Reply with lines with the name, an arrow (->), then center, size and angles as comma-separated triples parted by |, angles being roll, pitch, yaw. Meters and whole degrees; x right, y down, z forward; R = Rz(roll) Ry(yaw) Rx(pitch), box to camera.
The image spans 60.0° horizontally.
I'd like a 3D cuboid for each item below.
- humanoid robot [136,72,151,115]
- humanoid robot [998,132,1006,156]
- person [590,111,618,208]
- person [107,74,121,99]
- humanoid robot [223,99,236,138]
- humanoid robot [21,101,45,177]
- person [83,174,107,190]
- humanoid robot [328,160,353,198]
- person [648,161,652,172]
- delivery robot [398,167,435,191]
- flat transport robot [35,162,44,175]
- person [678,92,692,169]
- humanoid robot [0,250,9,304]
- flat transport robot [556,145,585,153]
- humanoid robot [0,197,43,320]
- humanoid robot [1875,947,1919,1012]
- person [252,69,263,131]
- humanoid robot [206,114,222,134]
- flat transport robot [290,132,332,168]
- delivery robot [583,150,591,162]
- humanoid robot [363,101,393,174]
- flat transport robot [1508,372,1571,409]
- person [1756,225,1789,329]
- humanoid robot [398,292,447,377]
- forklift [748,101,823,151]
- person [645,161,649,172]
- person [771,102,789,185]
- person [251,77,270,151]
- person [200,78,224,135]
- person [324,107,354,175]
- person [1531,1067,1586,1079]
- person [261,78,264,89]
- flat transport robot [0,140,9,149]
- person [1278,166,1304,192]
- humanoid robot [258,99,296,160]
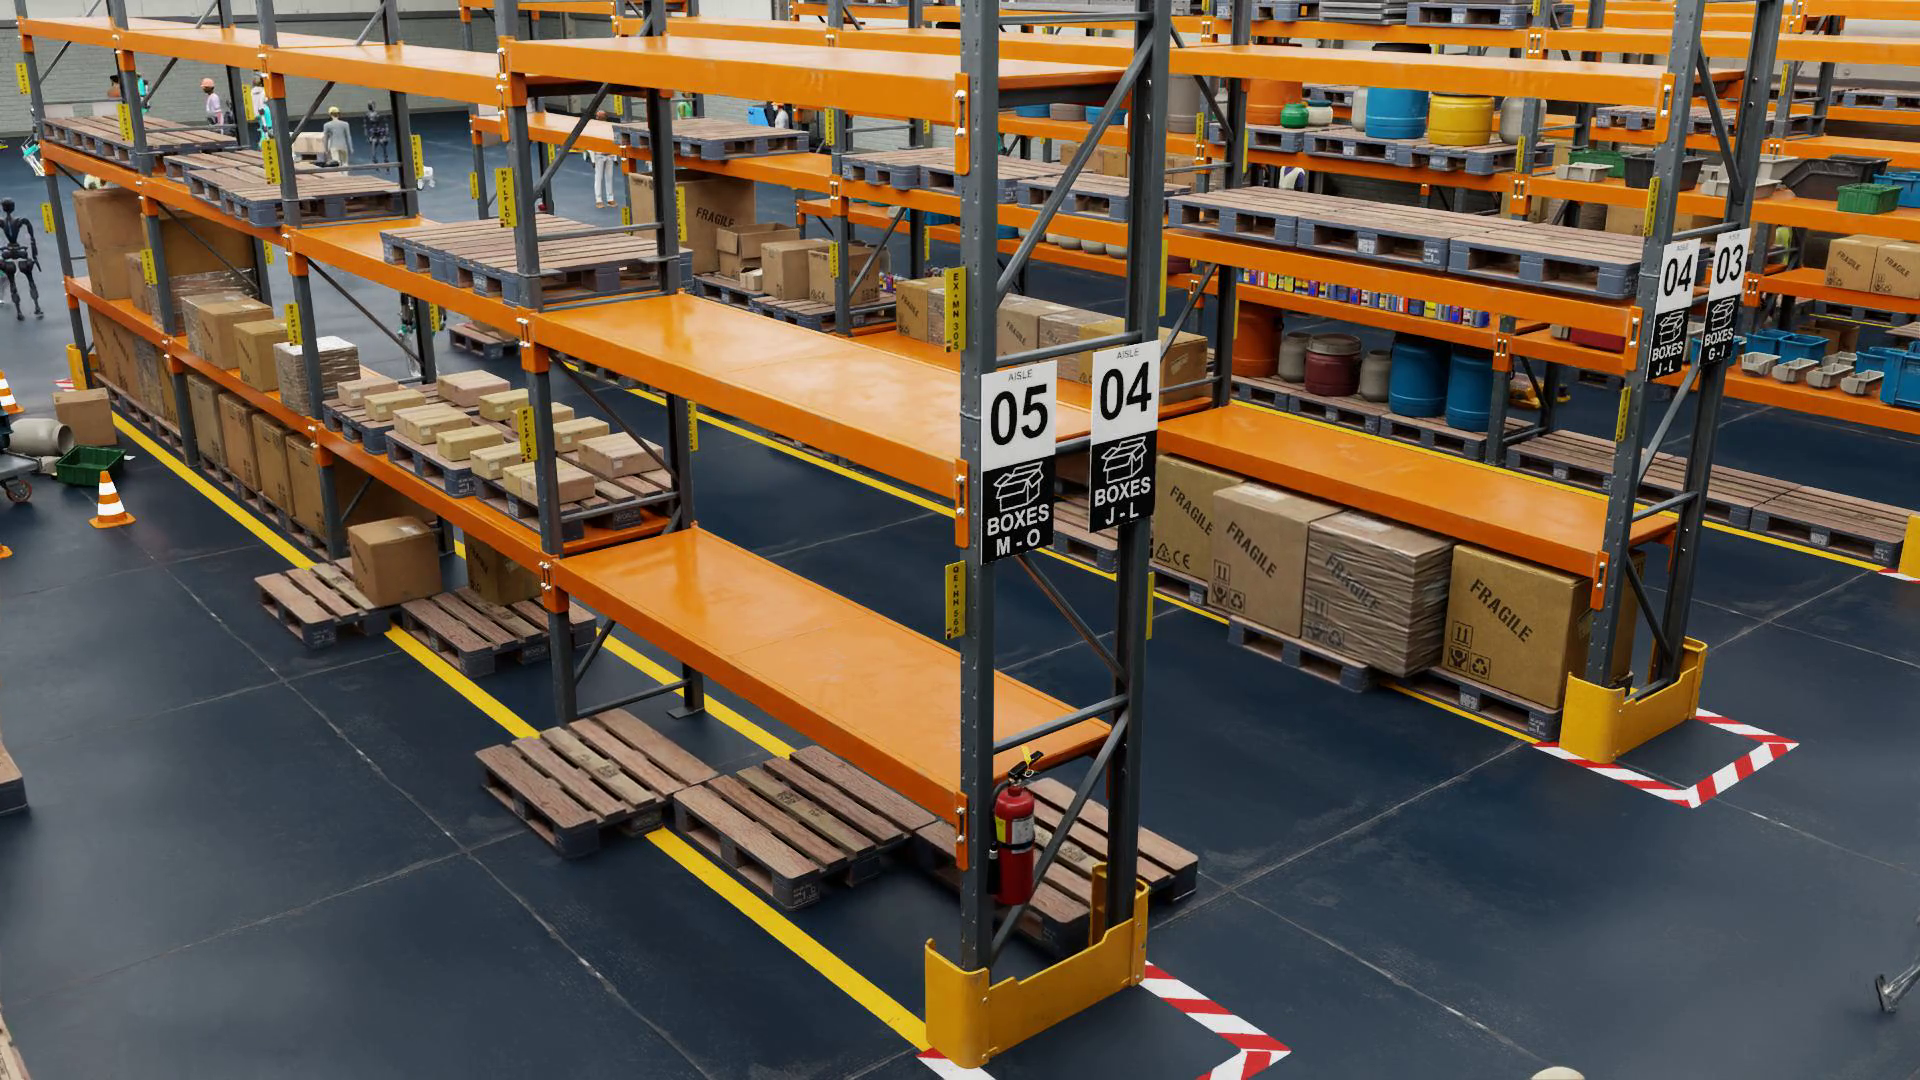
humanoid robot -> -22.380, -11.729, 45.261 | 0.545, 1.897, 0.740 | 4, 20, 11
humanoid robot -> 0.897, -7.497, 33.052 | 0.735, 1.786, 0.533 | -13, 23, -32
person -> -7.060, -7.555, 33.007 | 0.574, 1.882, 0.361 | -15, 24, -36
person -> -22.058, -11.278, 43.664 | 0.509, 1.836, 0.802 | 7, 21, 20
humanoid robot -> -16.610, -9.278, 38.213 | 0.382, 1.653, 0.601 | 8, 21, 20
humanoid robot -> -20.581, -8.931, 36.936 | 0.735, 1.677, 0.533 | 1, 19, 3
person -> -15.756, -6.585, 30.257 | 0.576, 1.873, 0.548 | 10, 22, 26
humanoid robot -> -10.068, -5.320, 26.949 | 0.600, 1.643, 0.375 | 3, 20, 8
person -> -5.097, -6.016, 28.521 | 0.382, 1.957, 0.601 | 7, 21, 19
delivery robot -> -11.668, -7.794, 35.714 | 0.499, 0.614, 0.815 | 7, 21, 20
flat transport robot -> -20.826, -8.505, 38.140 | 0.659, 0.231, 1.431 | -10, 21, -25
person -> -6.294, -9.431, 38.205 | 0.409, 1.978, 0.483 | 3, 20, 9
humanoid robot -> -13.740, -4.149, 23.583 | 0.697, 1.839, 0.532 | -1, 19, -2
flat transport robot -> -9.632, -10.106, 42.697 | 0.659, 0.231, 1.431 | 11, 22, 28
humanoid robot -> -12.944, -3.852, 22.772 | 0.590, 1.654, 0.328 | -9, 21, -25
humanoid robot -> 4.691, 1.461, 7.630 | 0.887, 1.812, 0.548 | 7, 21, 19
person -> -19.991, -12.679, 47.597 | 0.406, 1.879, 0.499 | 6, 20, 17
humanoid robot -> -15.703, -8.172, 35.173 | 0.811, 1.632, 0.587 | -2, 19, -7
flat transport robot -> -15.366, -8.833, 39.076 | 0.659, 0.231, 1.431 | 0, 19, 0
delivery robot -> -8.785, -9.404, 40.273 | 0.499, 0.598, 0.802 | -12, 23, -31
humanoid robot -> -13.284, -9.191, 37.981 | 0.615, 1.641, 0.534 | 1, 19, 2
flat transport robot -> 6.139, -1.754, 18.928 | 0.659, 0.231, 1.431 | -14, 24, -34
person -> 10.710, -3.586, 22.004 | 0.538, 1.683, 0.378 | -17, 25, -39
humanoid robot -> -6.245, -2.605, 19.185 | 0.547, 1.748, 1.039 | -15, 24, -37
forklift -> -4.526, -11.368, 42.374 | 1.129, 2.768, 1.873 | -15, 24, -37
person -> -6.036, -7.549, 33.197 | 0.473, 1.743, 0.339 | 4, 20, 10
person -> -3.893, -8.686, 36.224 | 0.387, 1.882, 0.587 | -1, 19, -2
person -> -17.679, -10.755, 42.107 | 0.500, 1.890, 0.776 | 2, 19, 7
person -> -17.654, -9.879, 39.380 | 0.392, 2.044, 0.607 | -12, 23, -31
person -> -13.346, -8.412, 35.707 | 0.572, 1.703, 0.865 | -9, 21, -24
person -> 1.669, 2.348, 4.945 | 0.390, 1.799, 0.600 | -14, 24, -35
person -> -18.709, -11.638, 44.943 | 0.585, 1.654, 0.498 | -4, 20, -10
flat transport robot -> -25.421, -10.174, 42.892 | 1.431, 0.231, 0.659 | 2, 19, 6
person -> 5.363, -5.457, 27.090 | 0.390, 1.846, 0.564 | -9, 21, -24
humanoid robot -> -15.169, -8.942, 37.125 | 0.802, 1.728, 0.537 | 12, 23, 32
